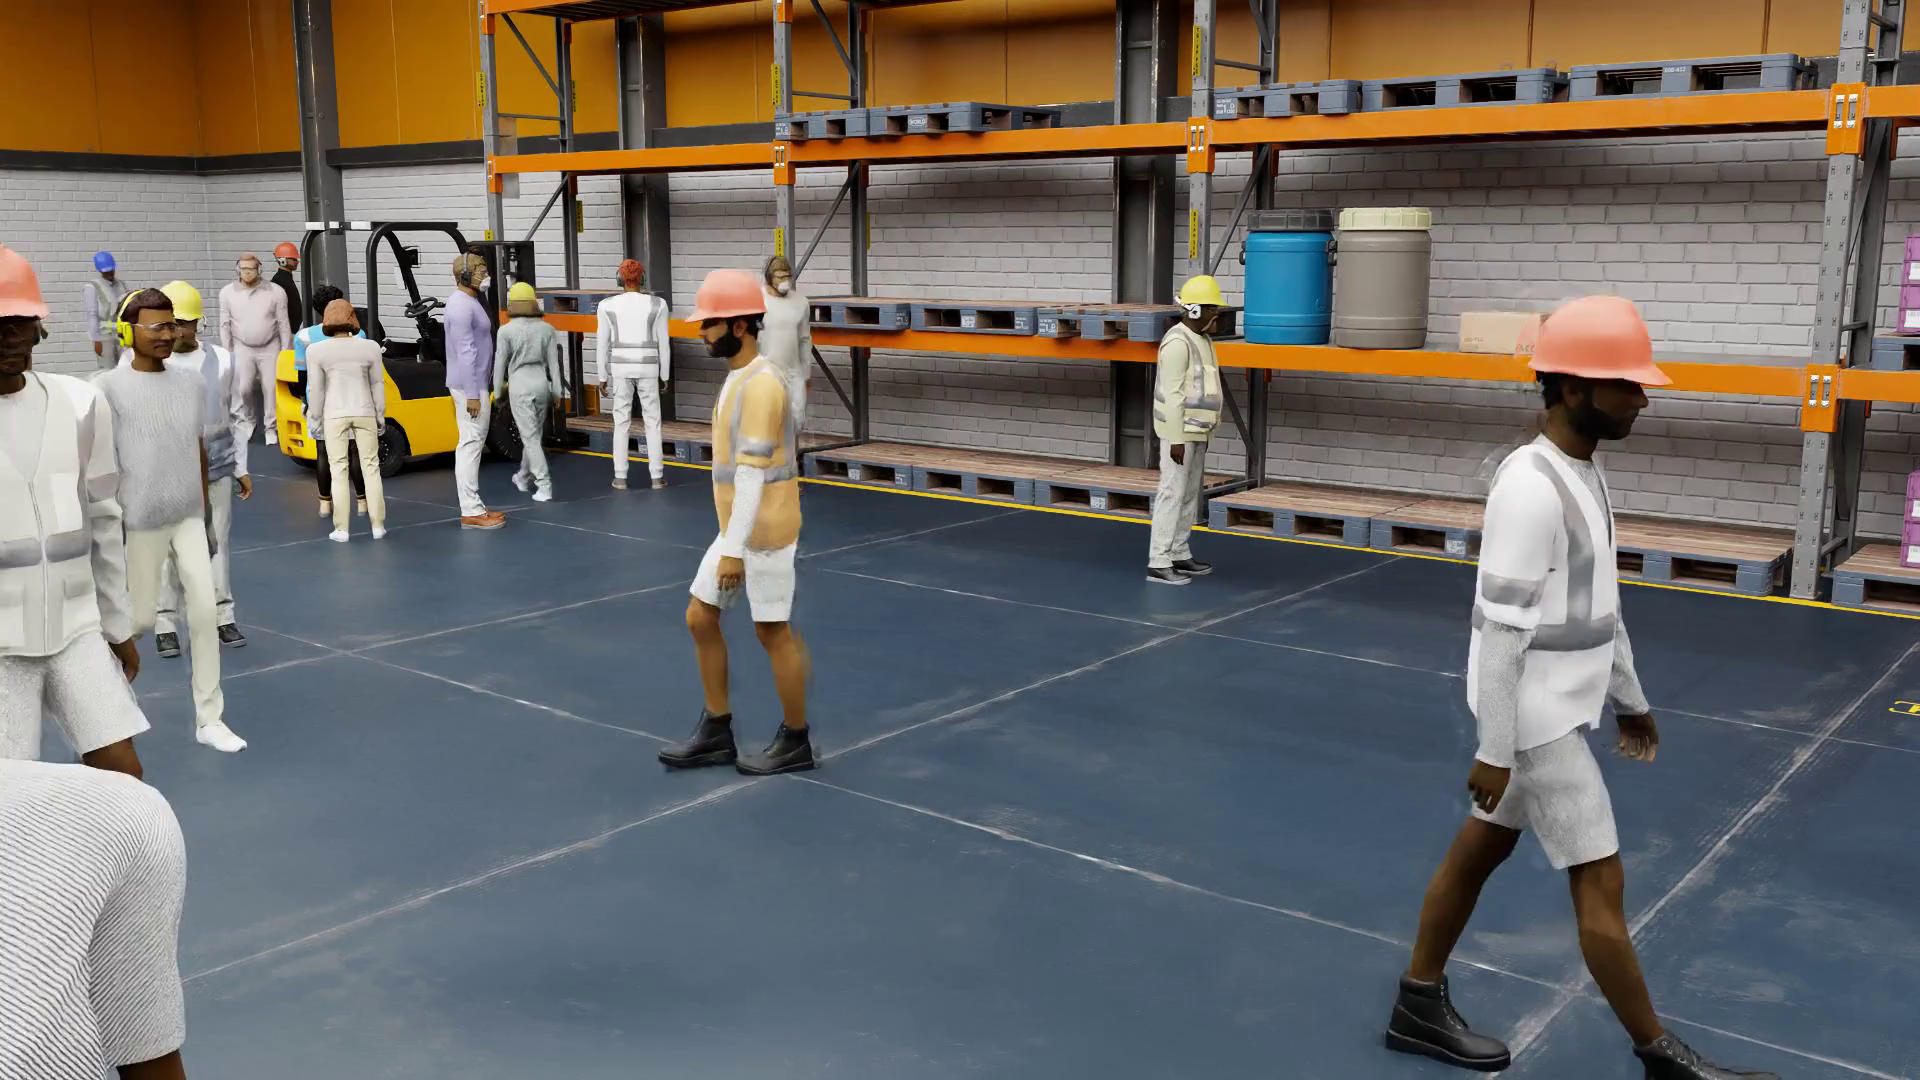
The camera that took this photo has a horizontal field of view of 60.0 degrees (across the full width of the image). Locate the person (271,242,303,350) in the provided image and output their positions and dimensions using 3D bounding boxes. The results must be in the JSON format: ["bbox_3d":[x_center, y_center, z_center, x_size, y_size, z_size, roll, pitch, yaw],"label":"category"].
[{"bbox_3d":[-7.709,-2.415,19.137,0.396,1.992,0.622,-3,11,-15],"label":"person"}]

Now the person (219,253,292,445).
[{"bbox_3d":[-6.942,-1.872,16.432,0.661,1.894,0.416,-3,11,-19],"label":"person"}]

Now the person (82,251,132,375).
[{"bbox_3d":[-9.505,-2.274,18.616,0.506,1.900,0.640,3,11,18],"label":"person"}]

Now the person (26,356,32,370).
[{"bbox_3d":[-6.833,-1.078,11.604,0.682,2.000,0.536,-6,12,-31],"label":"person"}]

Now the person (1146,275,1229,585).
[{"bbox_3d":[1.364,-0.649,9.869,0.415,1.821,0.608,5,11,27],"label":"person"}]

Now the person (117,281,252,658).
[{"bbox_3d":[-3.785,-0.349,8.164,0.587,1.826,0.404,-8,13,-38],"label":"person"}]

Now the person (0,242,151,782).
[{"bbox_3d":[-2.417,0.250,4.286,0.445,2.022,0.636,7,12,33],"label":"person"}]

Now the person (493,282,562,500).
[{"bbox_3d":[-3.422,-1.174,13.103,0.491,1.690,0.891,-9,14,-41],"label":"person"}]

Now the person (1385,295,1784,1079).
[{"bbox_3d":[1.459,0.396,3.838,0.960,1.888,0.568,6,12,28],"label":"person"}]

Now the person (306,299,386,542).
[{"bbox_3d":[-4.121,-0.804,11.210,0.497,1.633,0.279,-6,12,-29],"label":"person"}]

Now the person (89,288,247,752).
[{"bbox_3d":[-3.247,-0.086,6.673,0.842,1.847,0.521,7,12,34],"label":"person"}]

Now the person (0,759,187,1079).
[{"bbox_3d":[-0.928,0.830,1.509,0.530,1.869,0.311,-5,11,-27],"label":"person"}]

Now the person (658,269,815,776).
[{"bbox_3d":[-0.865,-0.033,6.176,0.699,1.912,0.547,-4,11,-22],"label":"person"}]

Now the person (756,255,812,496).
[{"bbox_3d":[-1.490,-1.308,13.257,0.654,1.907,0.643,-7,13,-35],"label":"person"}]

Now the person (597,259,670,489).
[{"bbox_3d":[-2.664,-1.349,13.598,0.591,1.872,0.371,-1,10,-6],"label":"person"}]

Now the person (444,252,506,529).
[{"bbox_3d":[-3.428,-1.047,11.716,0.365,1.939,0.636,-3,11,-14],"label":"person"}]

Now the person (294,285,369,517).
[{"bbox_3d":[-4.570,-1.010,12.178,0.530,1.696,0.322,-2,10,-11],"label":"person"}]

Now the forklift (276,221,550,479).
[{"bbox_3d":[-4.922,-1.741,14.854,1.214,2.155,2.313,8,13,38],"label":"forklift"}]
